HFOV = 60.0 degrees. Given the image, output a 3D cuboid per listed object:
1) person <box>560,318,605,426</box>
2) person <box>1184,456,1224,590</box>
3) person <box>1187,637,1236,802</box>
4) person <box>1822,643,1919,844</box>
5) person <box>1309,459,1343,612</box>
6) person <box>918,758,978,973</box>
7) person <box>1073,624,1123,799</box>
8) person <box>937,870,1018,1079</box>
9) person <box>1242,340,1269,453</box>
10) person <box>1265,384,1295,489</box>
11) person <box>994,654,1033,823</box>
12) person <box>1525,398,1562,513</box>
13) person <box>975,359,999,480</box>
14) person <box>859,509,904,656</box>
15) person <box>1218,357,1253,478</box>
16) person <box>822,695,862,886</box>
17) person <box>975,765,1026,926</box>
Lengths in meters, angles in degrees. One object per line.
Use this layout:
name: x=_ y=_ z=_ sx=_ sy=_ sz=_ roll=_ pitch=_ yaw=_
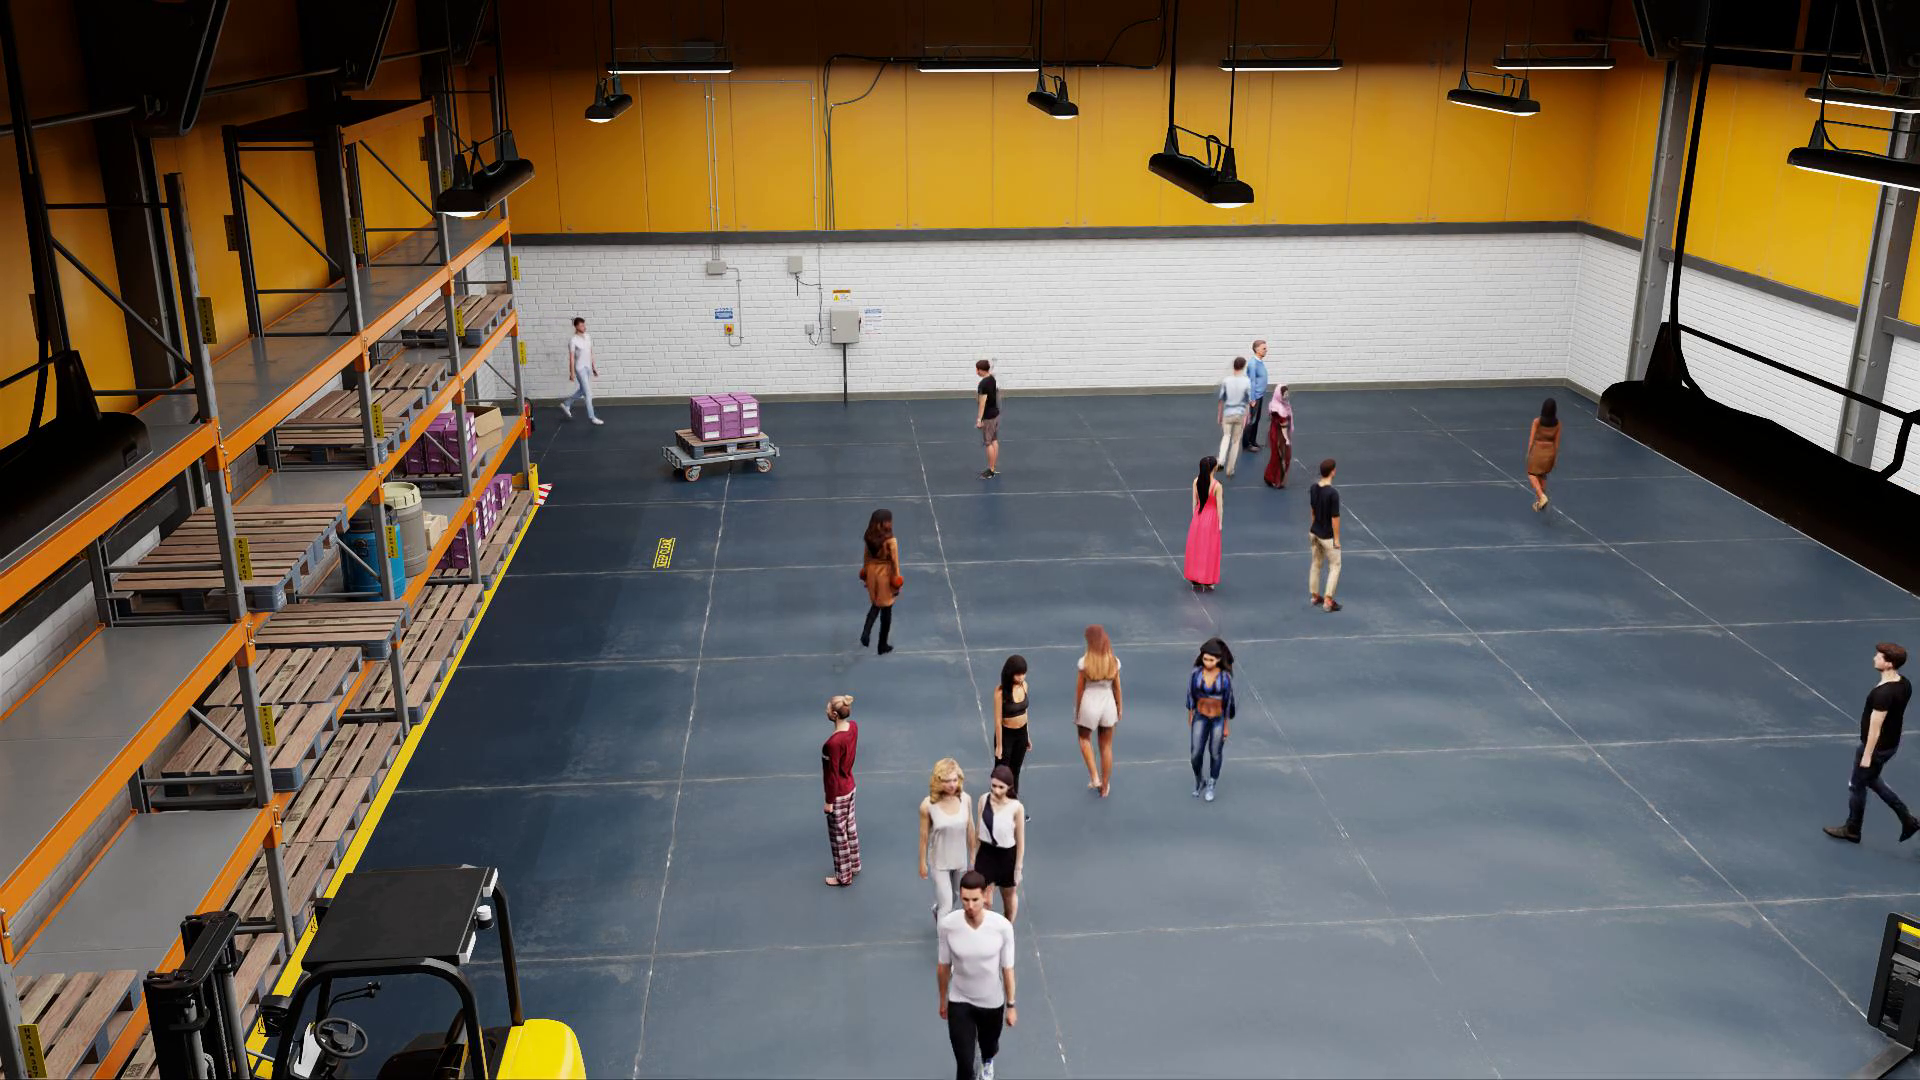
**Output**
person: x=-6.509 y=-2.875 z=28.328 sx=1.056 sy=1.817 sz=1.189 roll=7 pitch=20 yaw=21
person: x=3.036 y=-0.211 z=20.563 sx=0.710 sy=1.725 sz=0.765 roll=14 pitch=23 yaw=37
person: x=2.329 y=1.630 z=15.277 sx=0.718 sy=1.609 sz=0.715 roll=6 pitch=20 yaw=18
person: x=8.013 y=1.798 z=14.355 sx=1.010 sy=1.880 sz=1.109 roll=-17 pitch=25 yaw=-41
person: x=4.316 y=-0.054 z=19.901 sx=0.851 sy=1.850 sz=0.705 roll=-11 pitch=21 yaw=-29
person: x=-0.113 y=2.425 z=12.863 sx=0.818 sy=1.644 sz=1.075 roll=-8 pitch=20 yaw=-23
person: x=1.259 y=1.606 z=15.241 sx=0.622 sy=1.678 sz=0.595 roll=-1 pitch=19 yaw=-4
person: x=0.122 y=2.983 z=10.926 sx=0.807 sy=1.823 sz=1.193 roll=1 pitch=19 yaw=4
person: x=4.741 y=-2.343 z=26.755 sx=0.782 sy=1.813 sz=0.664 roll=8 pitch=20 yaw=23
person: x=4.759 y=-1.549 z=24.740 sx=0.830 sy=1.594 sz=0.603 roll=-2 pitch=19 yaw=-6
person: x=0.448 y=1.768 z=14.824 sx=0.645 sy=1.637 sz=0.675 roll=-15 pitch=24 yaw=-38
person: x=8.232 y=-1.155 z=23.442 sx=0.571 sy=1.675 sz=0.776 roll=-1 pitch=19 yaw=-4
person: x=0.461 y=-1.897 z=25.401 sx=0.970 sy=1.833 sz=0.675 roll=11 pitch=22 yaw=30
person: x=-0.933 y=0.493 z=18.490 sx=0.937 sy=1.713 sz=0.999 roll=13 pitch=22 yaw=33
person: x=4.160 y=-1.842 z=25.249 sx=0.769 sy=1.825 sz=0.800 roll=7 pitch=20 yaw=20
person: x=-1.000 y=2.065 z=13.844 sx=0.745 sy=1.699 sz=0.574 roll=5 pitch=19 yaw=15
person: x=0.338 y=2.455 z=12.807 sx=0.827 sy=1.622 sz=1.039 roll=7 pitch=20 yaw=20
